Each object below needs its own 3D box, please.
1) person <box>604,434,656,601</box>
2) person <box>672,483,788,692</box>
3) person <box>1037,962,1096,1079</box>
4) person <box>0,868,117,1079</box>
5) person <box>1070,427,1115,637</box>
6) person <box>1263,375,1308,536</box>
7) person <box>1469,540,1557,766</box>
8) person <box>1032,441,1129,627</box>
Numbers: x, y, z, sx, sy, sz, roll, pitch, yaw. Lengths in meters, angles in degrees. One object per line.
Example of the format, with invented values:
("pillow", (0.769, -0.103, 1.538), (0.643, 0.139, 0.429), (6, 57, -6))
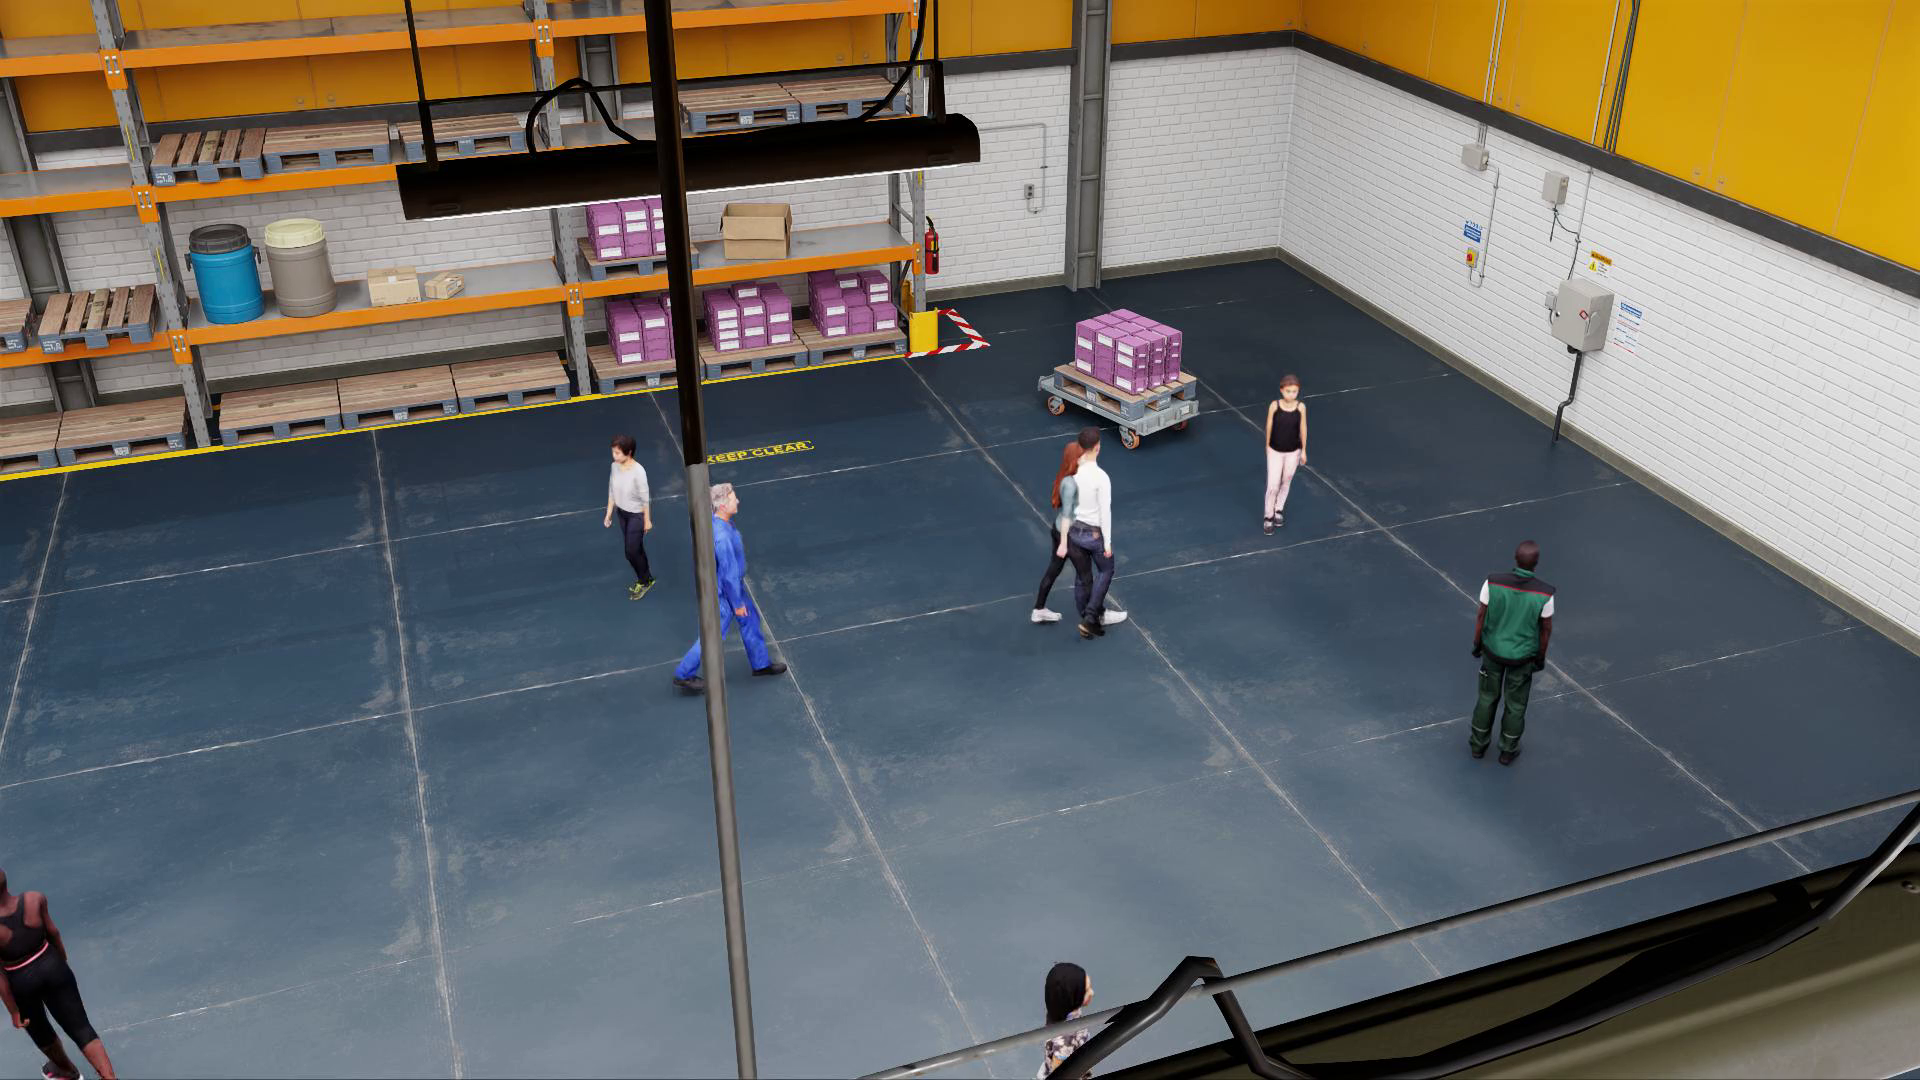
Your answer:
("person", (-2.816, -0.252, 14.613), (0.654, 1.538, 0.693), (25, 37, 38))
("person", (-1.938, 0.414, 13.134), (1.216, 1.786, 0.858), (-6, 29, -10))
("person", (0.456, 2.892, 8.669), (1.032, 1.711, 0.838), (1, 29, 2))
("person", (-5.107, 2.542, 9.293), (1.053, 1.729, 1.107), (21, 35, 33))
("person", (0.993, -0.019, 13.865), (0.825, 1.846, 0.874), (24, 37, 37))
("person", (3.052, -0.855, 15.708), (0.731, 1.549, 0.721), (1, 29, 1))
("person", (4.072, 0.826, 12.325), (0.772, 1.838, 0.826), (13, 31, 23))
("person", (0.838, -0.021, 14.018), (1.131, 1.704, 0.874), (1, 29, 2))
